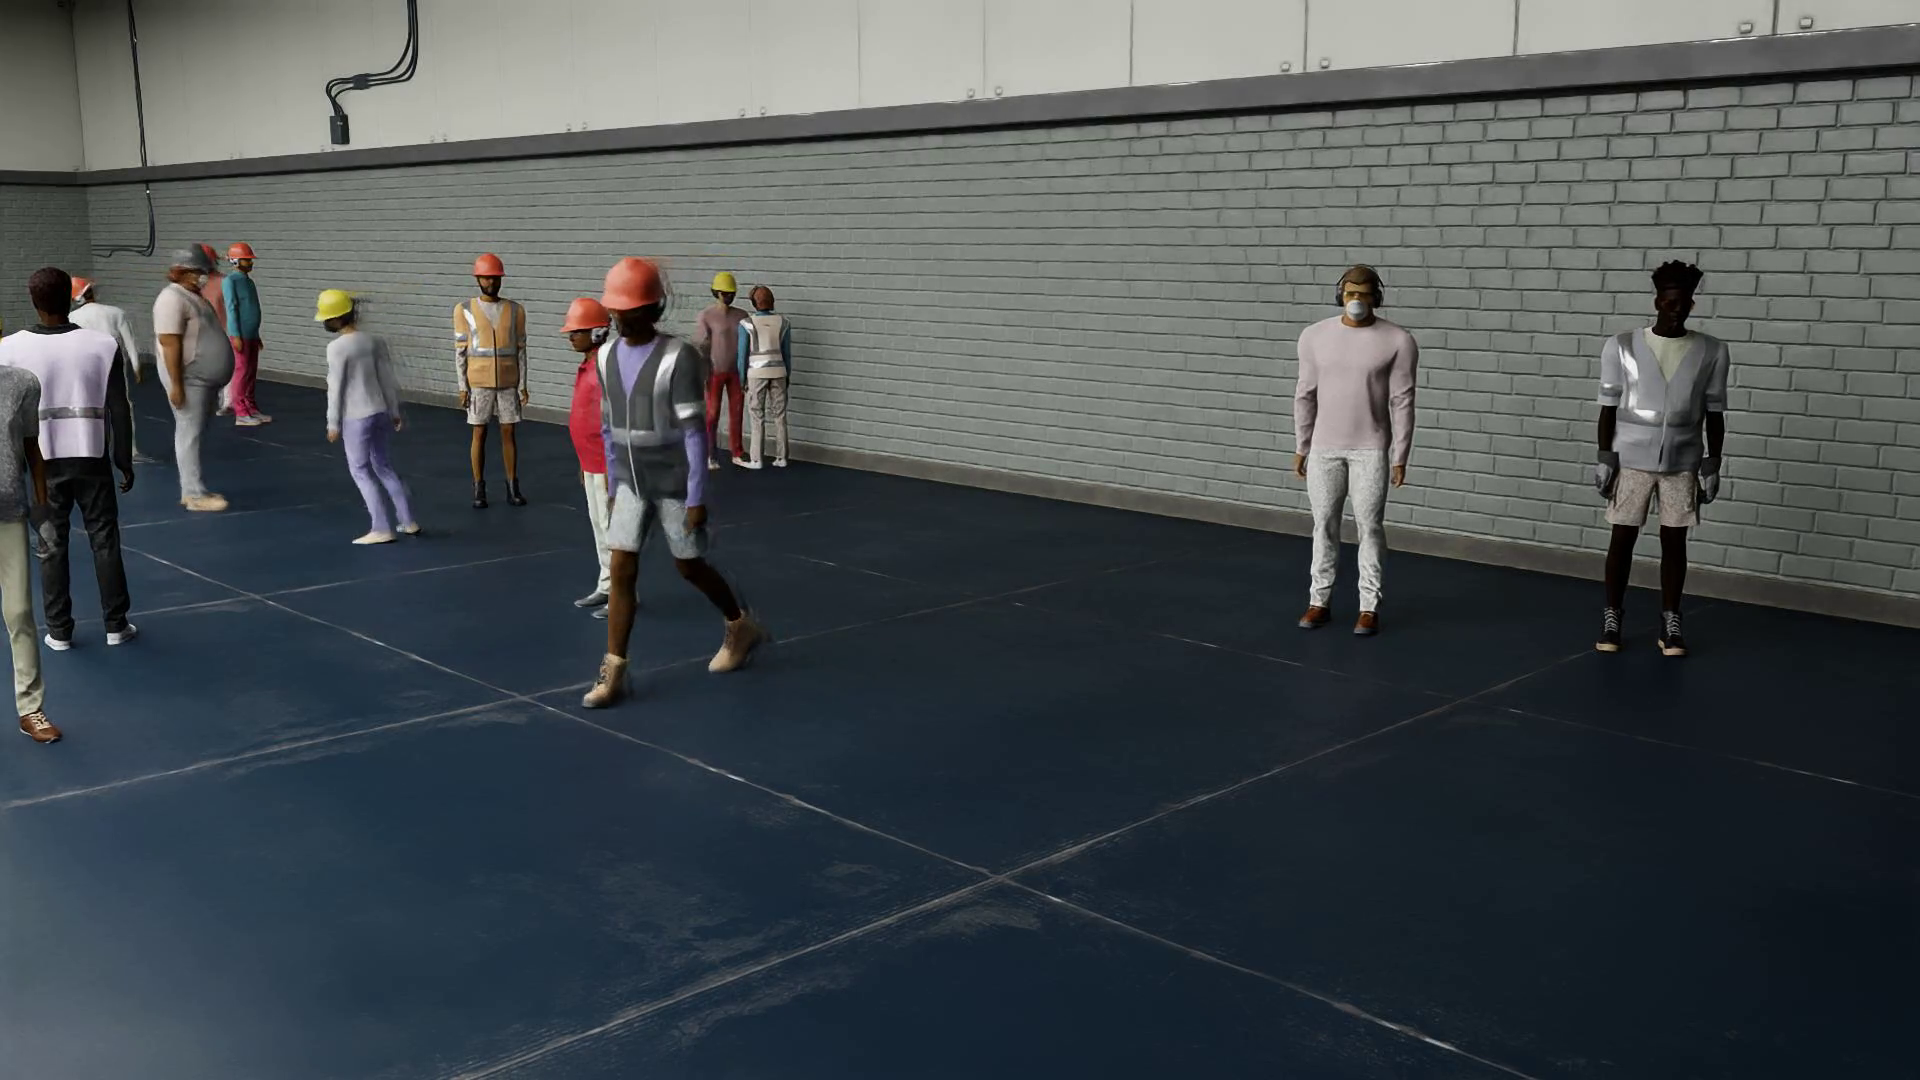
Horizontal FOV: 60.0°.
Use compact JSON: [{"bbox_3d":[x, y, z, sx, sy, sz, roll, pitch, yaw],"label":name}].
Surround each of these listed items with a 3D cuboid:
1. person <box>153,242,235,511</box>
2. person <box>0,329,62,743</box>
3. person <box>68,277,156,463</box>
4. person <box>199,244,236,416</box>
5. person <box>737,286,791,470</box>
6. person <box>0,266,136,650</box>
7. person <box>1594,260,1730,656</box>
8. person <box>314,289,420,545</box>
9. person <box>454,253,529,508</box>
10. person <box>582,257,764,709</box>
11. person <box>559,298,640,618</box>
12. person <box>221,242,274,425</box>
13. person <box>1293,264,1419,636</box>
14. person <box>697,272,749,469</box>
[{"bbox_3d":[-5.803,-1.251,12.666,0.535,2.000,0.694,-1,10,-7],"label":"person"},{"bbox_3d":[-3.930,-0.075,6.705,0.511,1.877,0.328,-9,14,-40],"label":"person"},{"bbox_3d":[-7.750,-1.533,15.132,0.687,1.706,0.337,-6,12,-30],"label":"person"},{"bbox_3d":[-8.571,-2.415,19.197,0.644,1.972,0.558,1,10,4],"label":"person"},{"bbox_3d":[-1.735,-1.440,14.825,0.508,1.629,0.315,-5,12,-27],"label":"person"},{"bbox_3d":[-4.475,-0.400,8.355,0.592,1.922,0.392,-5,12,-26],"label":"person"},{"bbox_3d":[3.461,-0.398,8.245,0.606,1.960,0.375,3,11,14],"label":"person"},{"bbox_3d":[-4.013,-0.821,11.178,0.449,1.722,0.596,3,11,15],"label":"person"},{"bbox_3d":[-3.573,-1.215,12.742,0.545,1.942,0.354,-5,12,-26],"label":"person"},{"bbox_3d":[-1.338,-0.283,7.564,0.662,1.992,1.027,6,12,30],"label":"person"},{"bbox_3d":[-1.986,-0.448,9.107,0.353,1.741,0.565,-5,12,-27],"label":"person"},{"bbox_3d":[-7.866,-2.263,18.311,0.375,1.995,0.609,0,10,-1],"label":"person"},{"bbox_3d":[2.052,-0.467,8.705,0.624,1.933,0.375,5,12,26],"label":"person"},{"bbox_3d":[-2.086,-1.504,14.831,0.524,1.757,0.354,-8,13,-37],"label":"person"}]
